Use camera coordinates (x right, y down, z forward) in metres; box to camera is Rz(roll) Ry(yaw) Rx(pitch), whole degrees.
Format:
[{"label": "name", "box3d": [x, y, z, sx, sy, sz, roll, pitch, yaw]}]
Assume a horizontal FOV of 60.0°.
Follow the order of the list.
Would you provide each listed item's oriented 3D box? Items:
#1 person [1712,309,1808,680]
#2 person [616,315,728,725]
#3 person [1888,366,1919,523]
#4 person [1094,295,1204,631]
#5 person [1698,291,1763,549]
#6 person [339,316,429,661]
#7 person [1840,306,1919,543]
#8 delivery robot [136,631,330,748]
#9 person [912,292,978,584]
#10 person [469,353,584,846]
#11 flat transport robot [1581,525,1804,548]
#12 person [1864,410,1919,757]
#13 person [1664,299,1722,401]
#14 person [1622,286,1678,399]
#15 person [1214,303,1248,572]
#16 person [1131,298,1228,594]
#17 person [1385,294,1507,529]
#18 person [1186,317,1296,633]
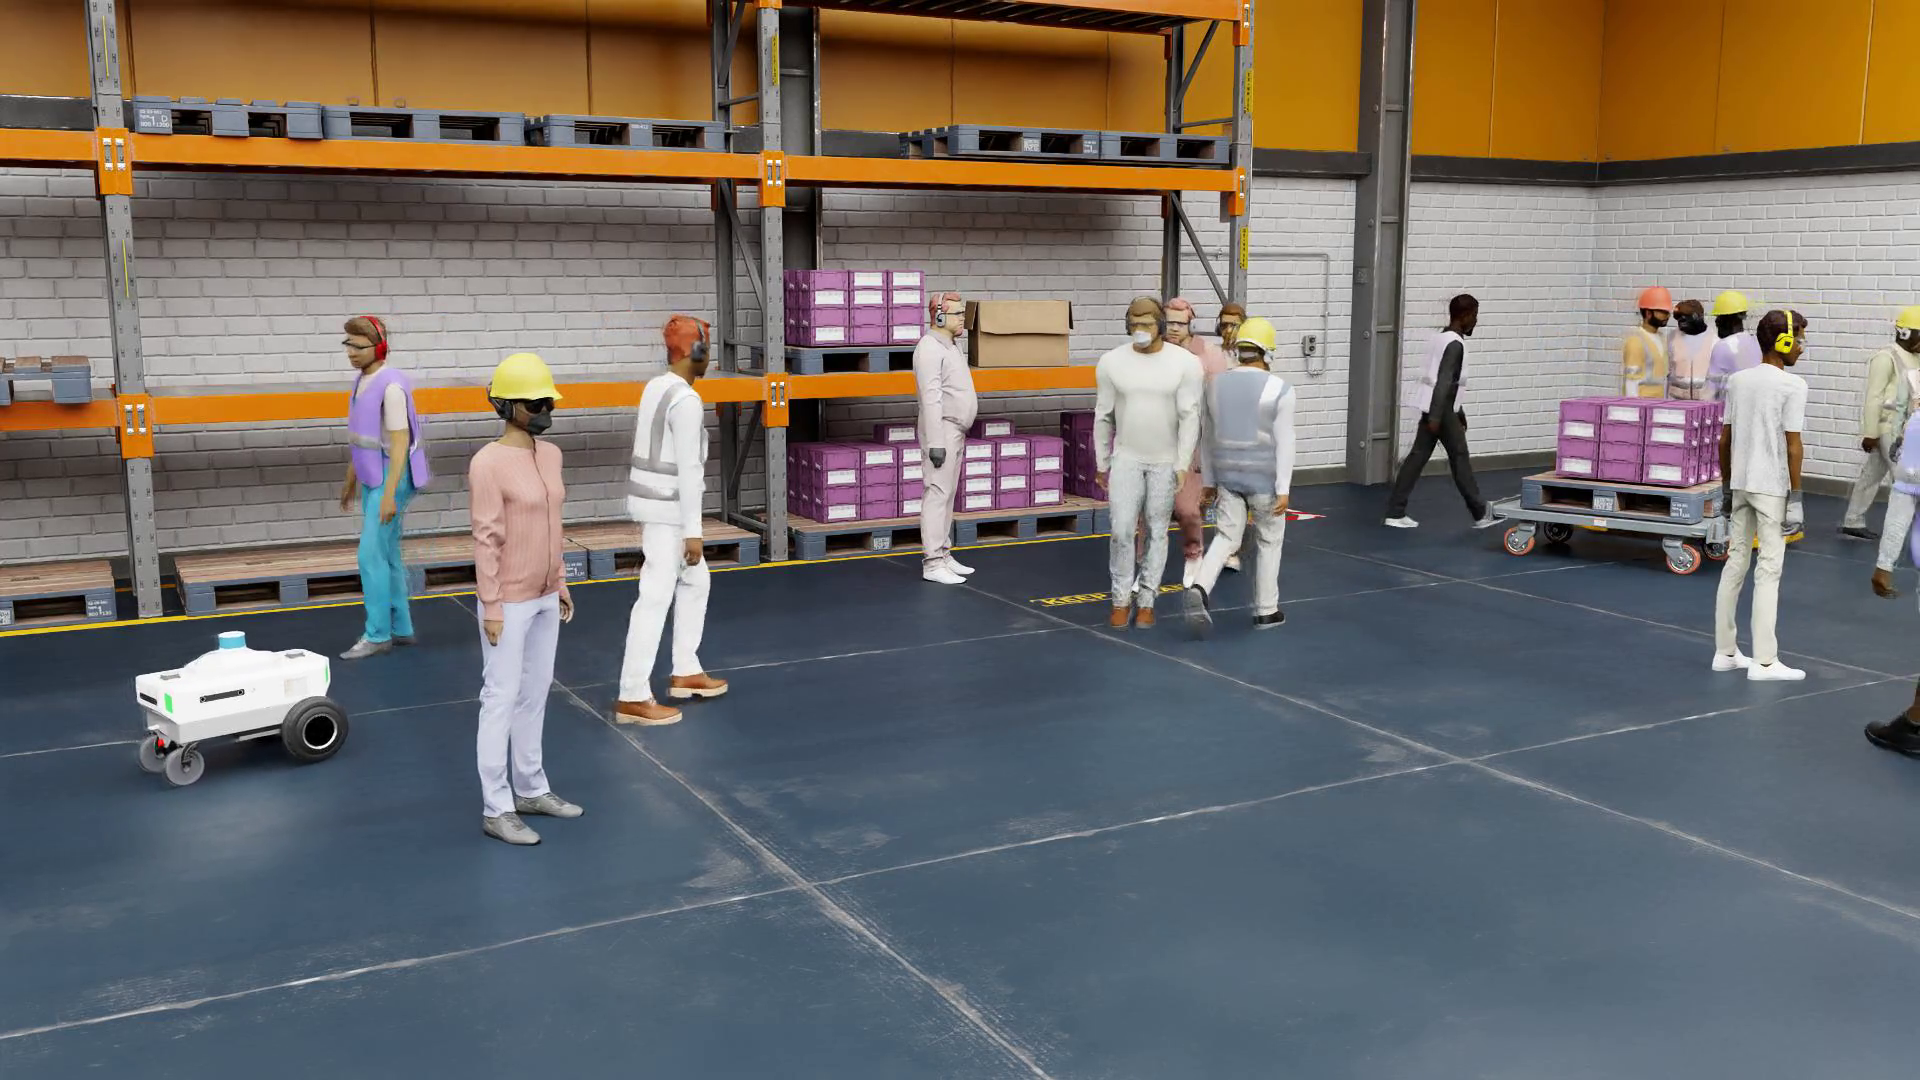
[{"label": "person", "box3d": [4.054, -0.227, 8.402, 0.334, 1.864, 0.517, -3, 10, -19]}, {"label": "person", "box3d": [-1.330, -0.108, 7.693, 0.705, 1.845, 0.682, -4, 10, -25]}, {"label": "person", "box3d": [6.881, -0.661, 11.752, 0.532, 1.621, 0.496, 9, 13, 43]}, {"label": "person", "box3d": [1.051, -0.418, 9.425, 0.624, 1.910, 0.607, 2, 10, 12]}, {"label": "person", "box3d": [5.660, -0.895, 12.392, 0.579, 1.884, 0.891, -8, 12, -41]}, {"label": "person", "box3d": [-3.082, -0.271, 8.804, 0.483, 1.816, 0.619, -6, 11, -34]}, {"label": "person", "box3d": [6.989, -0.819, 12.243, 0.620, 1.779, 0.913, -8, 12, -40]}, {"label": "delivery robot", "box3d": [-3.009, 0.624, 6.906, 0.477, 0.478, 0.707, 9, 13, 43]}, {"label": "person", "box3d": [-0.088, -0.675, 11.002, 0.410, 1.909, 0.642, 2, 9, 10]}, {"label": "person", "box3d": [-1.570, 0.205, 6.060, 0.331, 1.767, 0.527, 3, 10, 18]}, {"label": "flat transport robot", "box3d": [5.586, -0.141, 12.714, 0.652, 0.197, 1.431, -9, 13, -44]}, {"label": "person", "box3d": [4.013, 0.047, 6.669, 0.560, 1.892, 0.983, -1, 9, -4]}, {"label": "person", "box3d": [6.306, -1.146, 14.209, 0.712, 1.803, 0.438, 7, 11, 35]}, {"label": "person", "box3d": [5.448, -1.039, 13.170, 0.571, 1.921, 0.402, -9, 13, -44]}, {"label": "person", "box3d": [1.800, -0.680, 11.286, 0.541, 1.818, 0.815, 4, 10, 21]}, {"label": "person", "box3d": [1.335, -0.577, 10.470, 0.658, 1.883, 0.452, 4, 10, 25]}, {"label": "person", "box3d": [3.863, -0.996, 13.083, 1.010, 1.855, 0.612, 0, 9, 0]}, {"label": "person", "box3d": [1.587, -0.350, 9.359, 0.598, 1.800, 0.775, 7, 12, 37]}]
